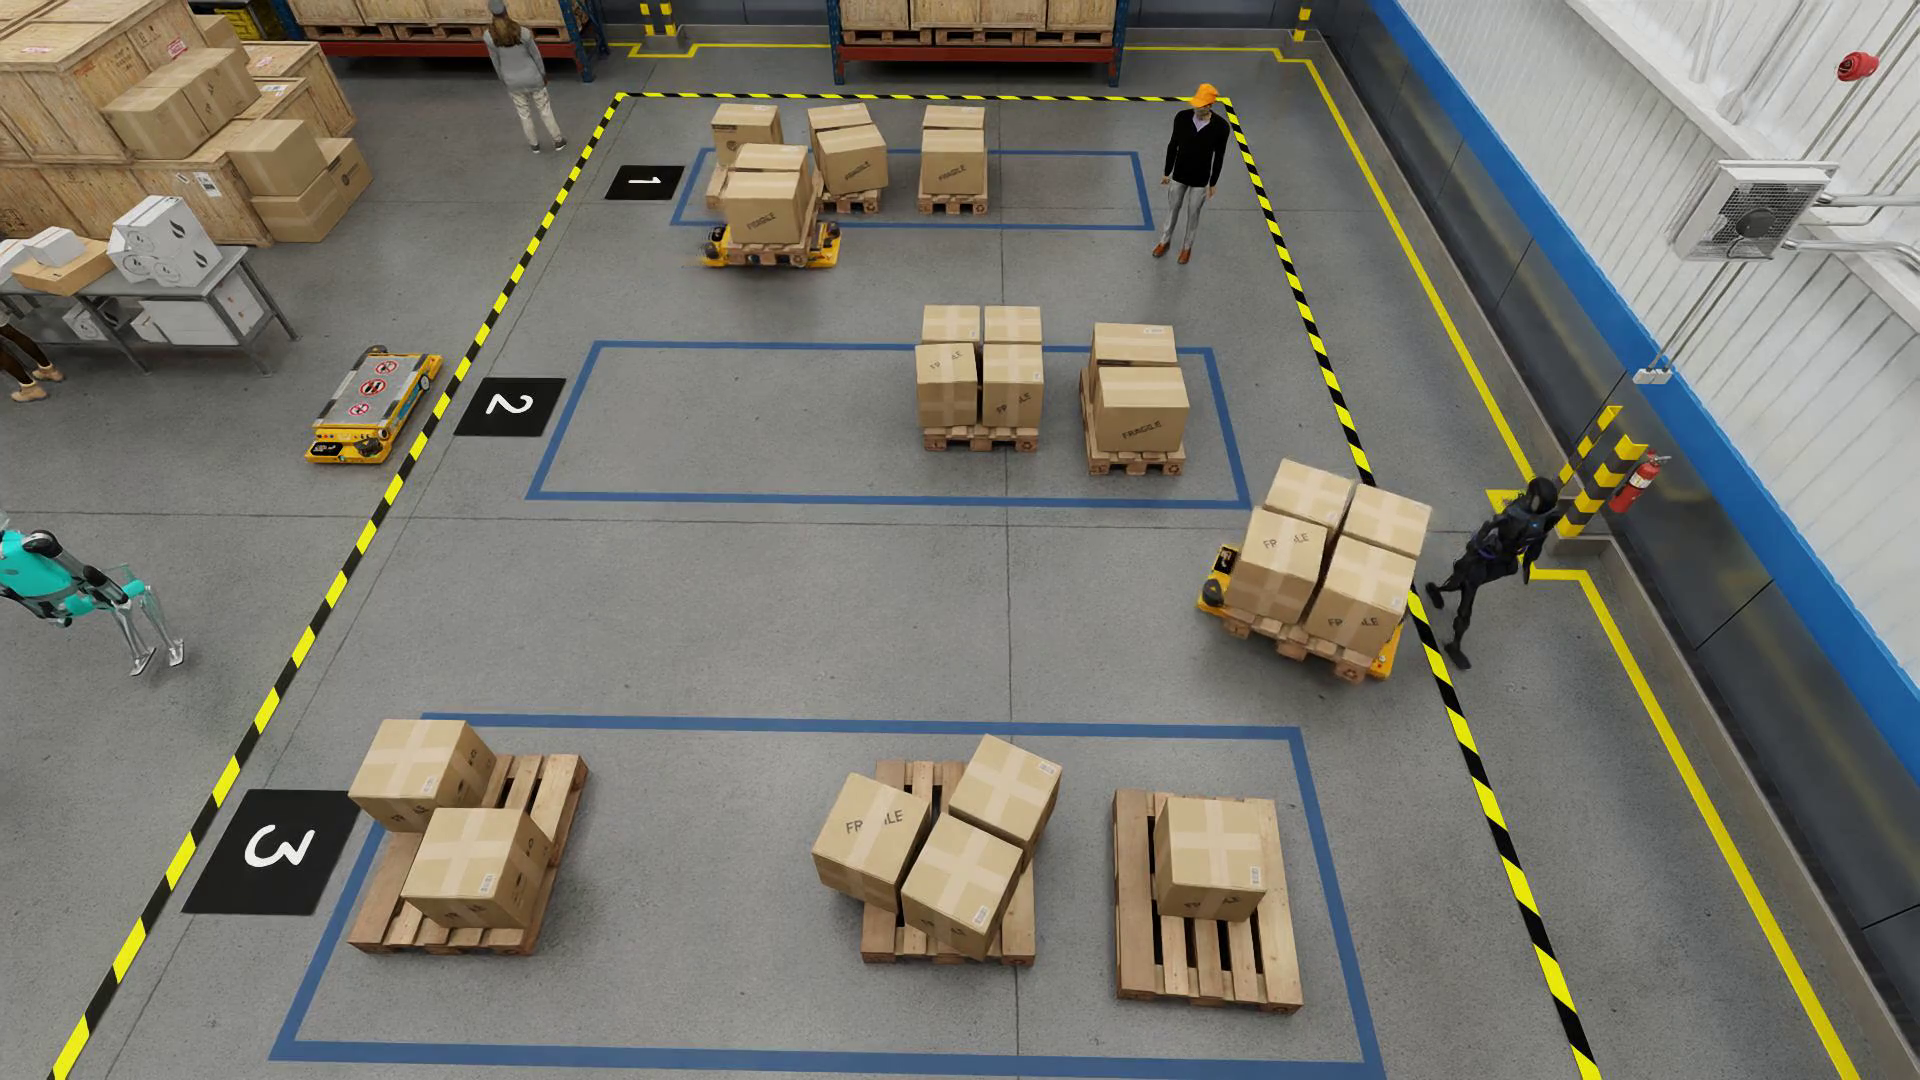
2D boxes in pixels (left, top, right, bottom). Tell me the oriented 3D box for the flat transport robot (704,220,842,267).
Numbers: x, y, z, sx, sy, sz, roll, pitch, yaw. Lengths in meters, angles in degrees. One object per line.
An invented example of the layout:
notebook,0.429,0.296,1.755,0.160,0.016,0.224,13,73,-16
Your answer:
flat transport robot,-2.058,-3.290,10.132,1.431,0.197,0.652,1,50,1

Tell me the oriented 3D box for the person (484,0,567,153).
person,-5.300,-5.603,11.124,0.565,1.769,0.396,-10,50,-8

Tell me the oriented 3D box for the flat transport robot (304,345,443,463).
flat transport robot,-5.383,-1.269,8.441,0.659,0.231,1.431,1,50,1

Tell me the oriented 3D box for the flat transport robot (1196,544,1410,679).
flat transport robot,2.592,0.486,6.938,1.431,0.197,0.652,21,53,17

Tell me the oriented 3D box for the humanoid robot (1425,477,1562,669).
humanoid robot,3.701,0.143,6.359,0.589,1.630,0.785,-8,50,-7

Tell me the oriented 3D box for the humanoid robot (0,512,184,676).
humanoid robot,-5.825,0.257,6.102,0.533,1.674,0.735,-12,51,-10

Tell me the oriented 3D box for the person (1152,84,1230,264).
person,2.387,-3.766,9.497,0.588,1.880,0.383,23,53,18

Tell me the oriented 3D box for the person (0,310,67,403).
person,-8.750,-2.085,7.971,0.373,2.044,0.606,2,50,1
